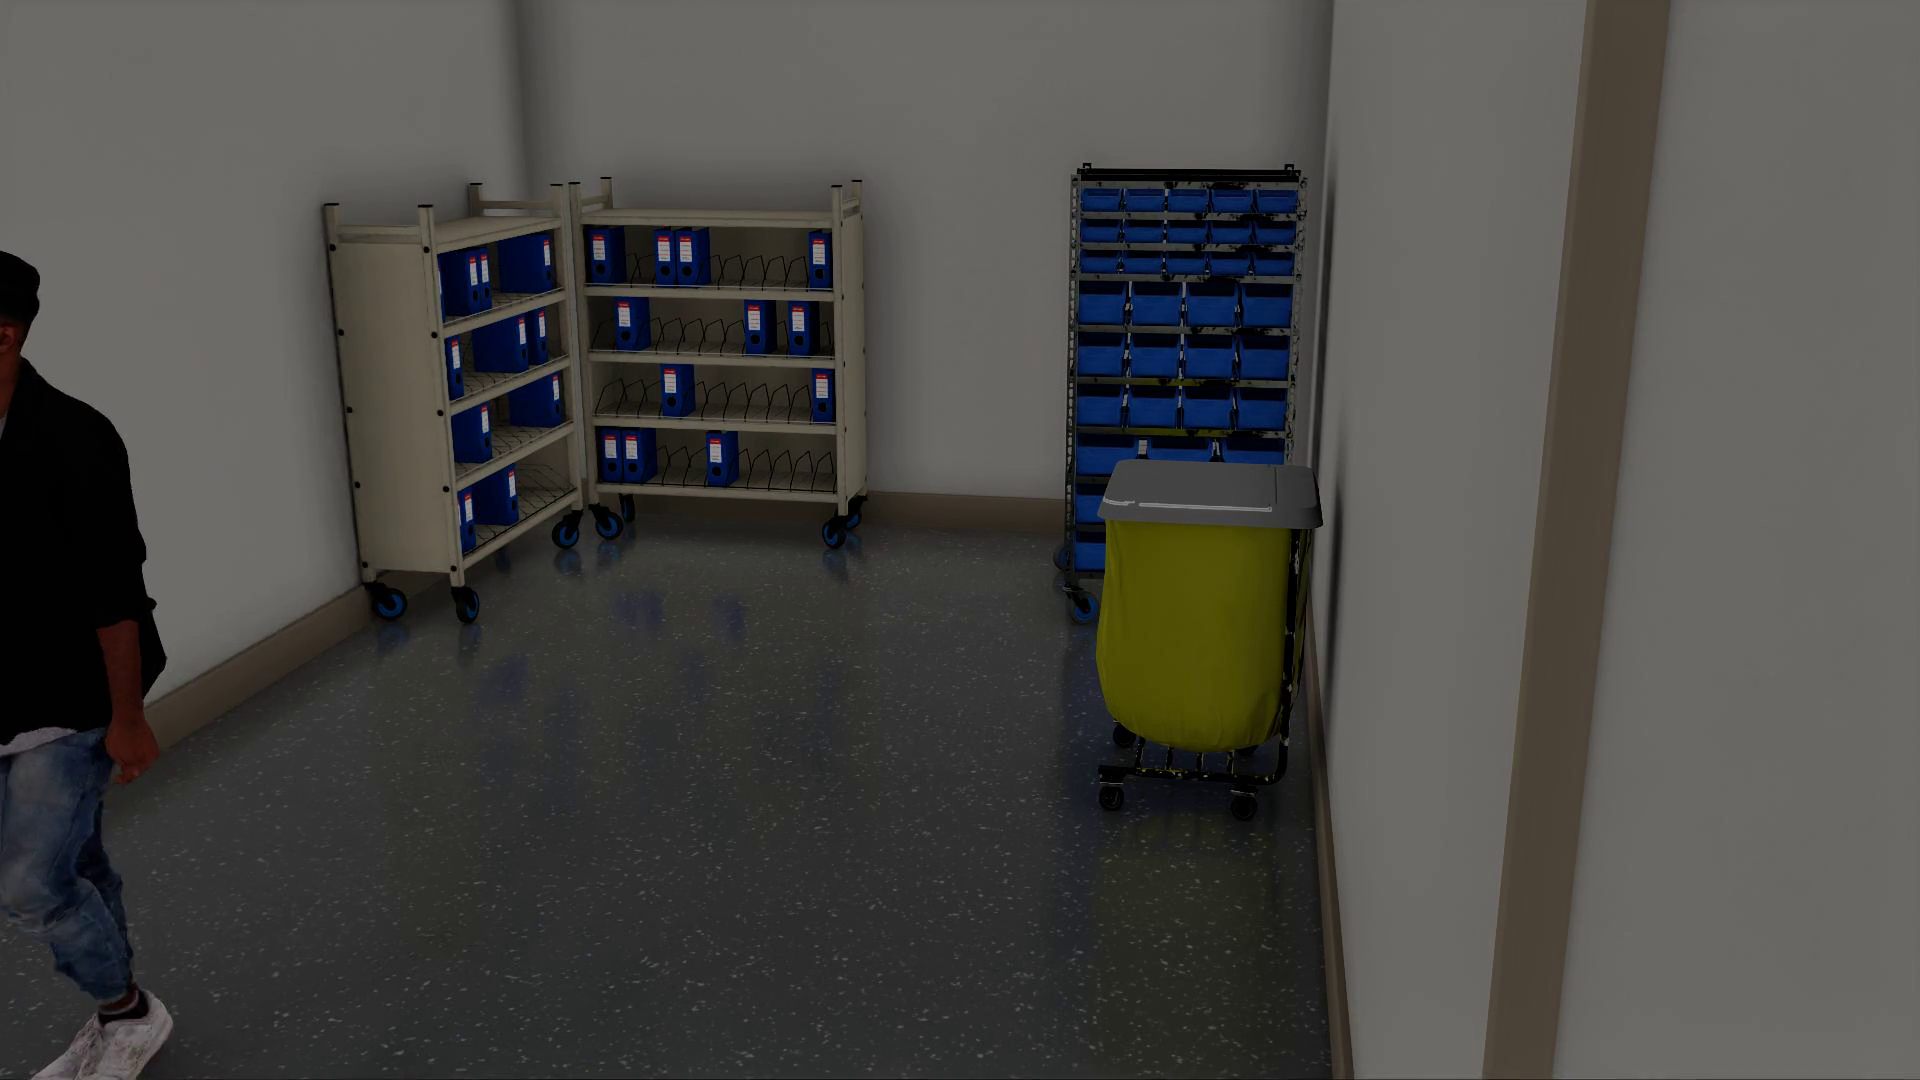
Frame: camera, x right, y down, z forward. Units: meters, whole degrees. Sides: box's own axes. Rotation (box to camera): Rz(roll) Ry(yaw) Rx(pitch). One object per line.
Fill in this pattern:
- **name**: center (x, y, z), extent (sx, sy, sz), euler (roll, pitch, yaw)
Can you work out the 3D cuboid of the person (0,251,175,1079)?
- **person**: center (-1.814, 0.278, 3.456), extent (0.714, 1.803, 0.853), euler (9, 18, 28)
